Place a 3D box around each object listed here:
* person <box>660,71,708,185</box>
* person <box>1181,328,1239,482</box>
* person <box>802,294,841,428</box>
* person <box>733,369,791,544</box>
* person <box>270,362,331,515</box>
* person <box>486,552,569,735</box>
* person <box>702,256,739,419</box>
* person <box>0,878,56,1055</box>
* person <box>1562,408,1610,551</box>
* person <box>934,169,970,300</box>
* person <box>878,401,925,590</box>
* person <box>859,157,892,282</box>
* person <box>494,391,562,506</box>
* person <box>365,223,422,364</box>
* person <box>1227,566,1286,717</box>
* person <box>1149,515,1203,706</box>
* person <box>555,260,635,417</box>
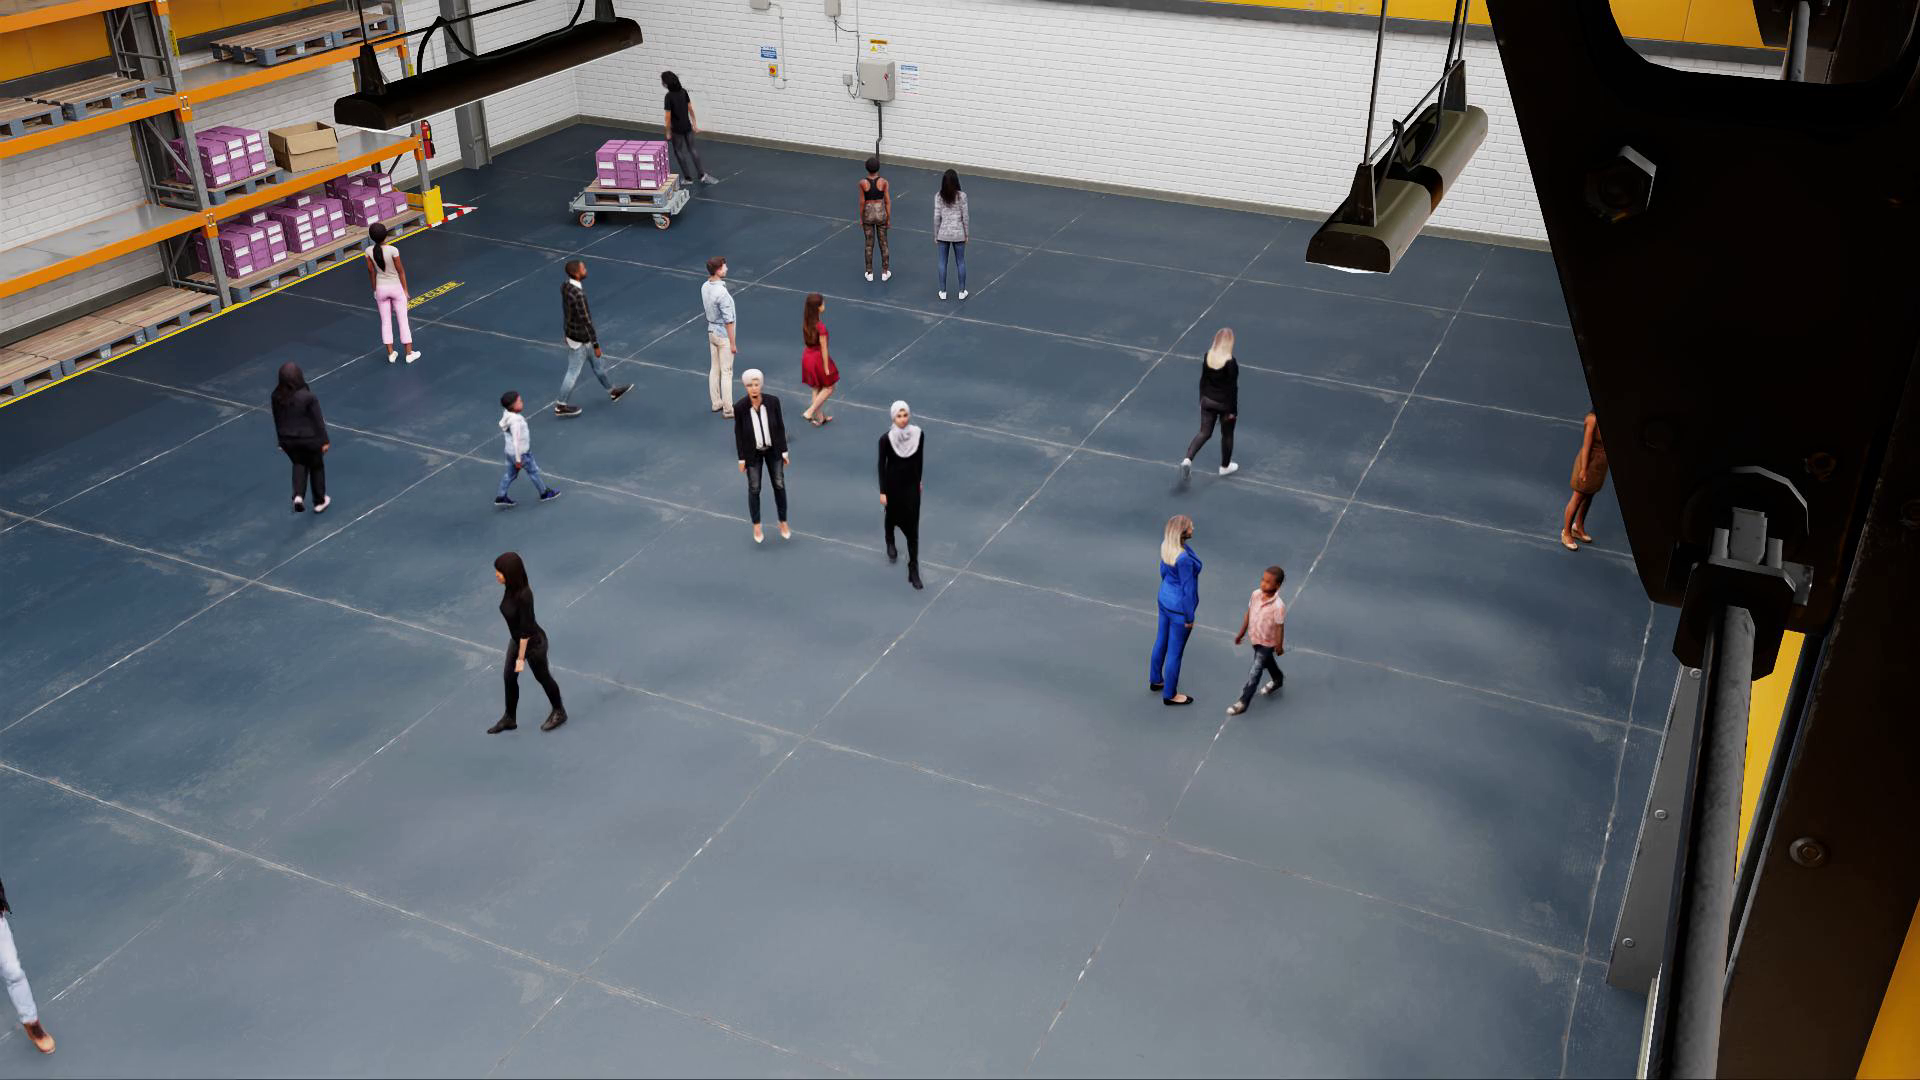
[{"bbox_3d":[-4.388,-6.567,26.495,0.742,1.791,0.972,-19,34,-30],"label":"person"},{"bbox_3d":[2.596,-1.351,17.072,1.128,1.659,0.869,-24,37,-37],"label":"person"},{"bbox_3d":[-1.621,-1.936,18.265,0.817,1.544,0.695,-22,36,-35],"label":"person"},{"bbox_3d":[-1.835,-0.812,15.801,0.838,1.780,0.787,-6,29,-11],"label":"person"},{"bbox_3d":[-6.518,-0.952,16.398,0.804,1.604,0.879,1,29,1],"label":"person"},{"bbox_3d":[-3.345,0.797,13.175,0.943,1.619,0.767,-24,37,-37],"label":"person"},{"bbox_3d":[-2.672,-2.281,18.580,0.717,1.847,0.732,-19,34,-31],"label":"person"},{"bbox_3d":[-6.098,2.319,10.182,0.876,1.814,1.128,20,34,32],"label":"person"},{"bbox_3d":[6.038,-0.717,15.879,0.585,1.688,0.703,-21,35,-33],"label":"person"},{"bbox_3d":[-0.120,-4.030,21.907,0.676,1.731,0.651,2,29,3],"label":"person"},{"bbox_3d":[-0.582,-0.490,15.423,1.120,1.726,1.216,-8,30,-14],"label":"person"},{"bbox_3d":[-1.155,-4.356,22.538,0.658,1.700,0.672,-1,29,-2],"label":"person"},{"bbox_3d":[-4.491,-0.888,16.666,0.943,1.234,0.807,-15,32,-25],"label":"person"},{"bbox_3d":[-6.842,-2.974,19.962,0.640,1.741,0.640,1,29,1],"label":"person"},{"bbox_3d":[2.525,0.781,13.563,0.959,1.277,0.821,-16,32,-26],"label":"person"},{"bbox_3d":[1.745,0.550,13.544,0.761,1.700,0.696,-9,30,-16],"label":"person"},{"bbox_3d":[-4.328,-2.206,18.520,1.293,1.773,1.158,-14,32,-24],"label":"person"}]
